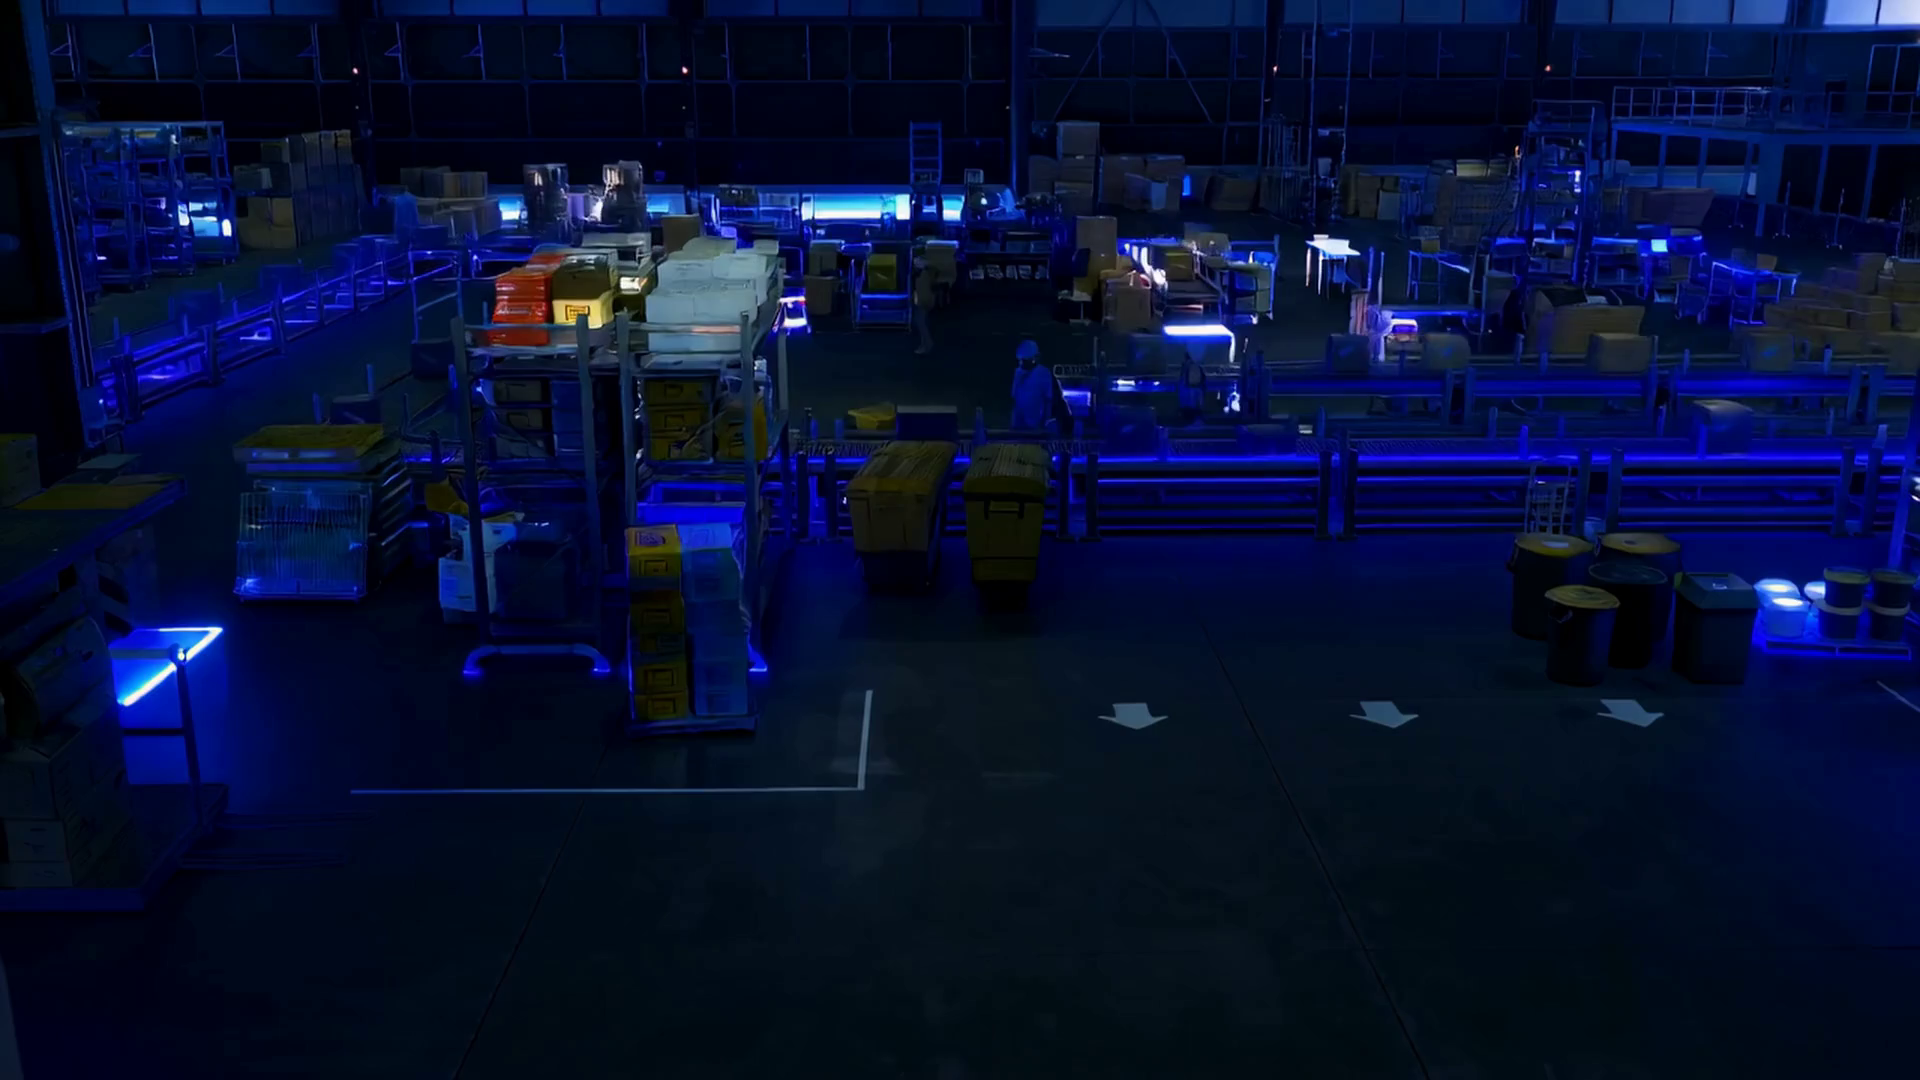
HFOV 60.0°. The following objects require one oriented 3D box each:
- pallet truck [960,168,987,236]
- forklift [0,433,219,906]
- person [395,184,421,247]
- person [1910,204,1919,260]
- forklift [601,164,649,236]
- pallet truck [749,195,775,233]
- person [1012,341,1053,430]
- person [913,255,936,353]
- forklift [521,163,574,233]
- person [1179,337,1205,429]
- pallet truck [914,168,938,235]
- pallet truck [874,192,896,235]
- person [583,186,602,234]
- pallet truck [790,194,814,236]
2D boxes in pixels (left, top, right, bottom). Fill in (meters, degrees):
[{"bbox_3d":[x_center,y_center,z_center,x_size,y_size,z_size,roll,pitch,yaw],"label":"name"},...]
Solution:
[{"bbox_3d":[0.383,-10.230,50.206,0.823,1.965,1.885,-1,16,-3],"label":"pallet truck"},{"bbox_3d":[-5.952,0.780,10.366,1.873,2.768,1.129,0,16,-1],"label":"forklift"},{"bbox_3d":[-14.888,-8.640,44.876,0.659,1.886,0.465,1,16,4],"label":"person"},{"bbox_3d":[23.900,-7.662,41.217,0.606,2.034,0.397,11,20,35],"label":"person"},{"bbox_3d":[-9.948,-10.127,49.296,1.157,1.987,2.680,-1,16,-3],"label":"forklift"},{"bbox_3d":[-6.051,-9.967,50.660,0.680,1.201,1.601,0,16,-1],"label":"pallet truck"},{"bbox_3d":[0.840,-1.512,20.217,0.588,1.823,0.403,15,22,42],"label":"person"},{"bbox_3d":[-0.690,-4.210,29.718,0.365,1.752,0.551,6,17,20],"label":"person"},{"bbox_3d":[-12.233,-10.122,49.298,1.157,1.987,2.680,0,16,-1],"label":"forklift"},{"bbox_3d":[2.995,-1.762,21.333,0.381,1.679,0.547,-1,16,-2],"label":"person"},{"bbox_3d":[-0.989,-10.316,50.507,0.823,1.965,1.885,1,16,3],"label":"pallet truck"},{"bbox_3d":[-2.277,-9.986,50.594,0.653,1.274,1.630,0,16,-1],"label":"pallet truck"},{"bbox_3d":[-9.904,-8.656,45.029,0.599,1.830,0.404,11,19,34],"label":"person"},{"bbox_3d":[-4.814,-9.883,50.259,0.704,1.261,1.522,-1,16,-3],"label":"pallet truck"}]
